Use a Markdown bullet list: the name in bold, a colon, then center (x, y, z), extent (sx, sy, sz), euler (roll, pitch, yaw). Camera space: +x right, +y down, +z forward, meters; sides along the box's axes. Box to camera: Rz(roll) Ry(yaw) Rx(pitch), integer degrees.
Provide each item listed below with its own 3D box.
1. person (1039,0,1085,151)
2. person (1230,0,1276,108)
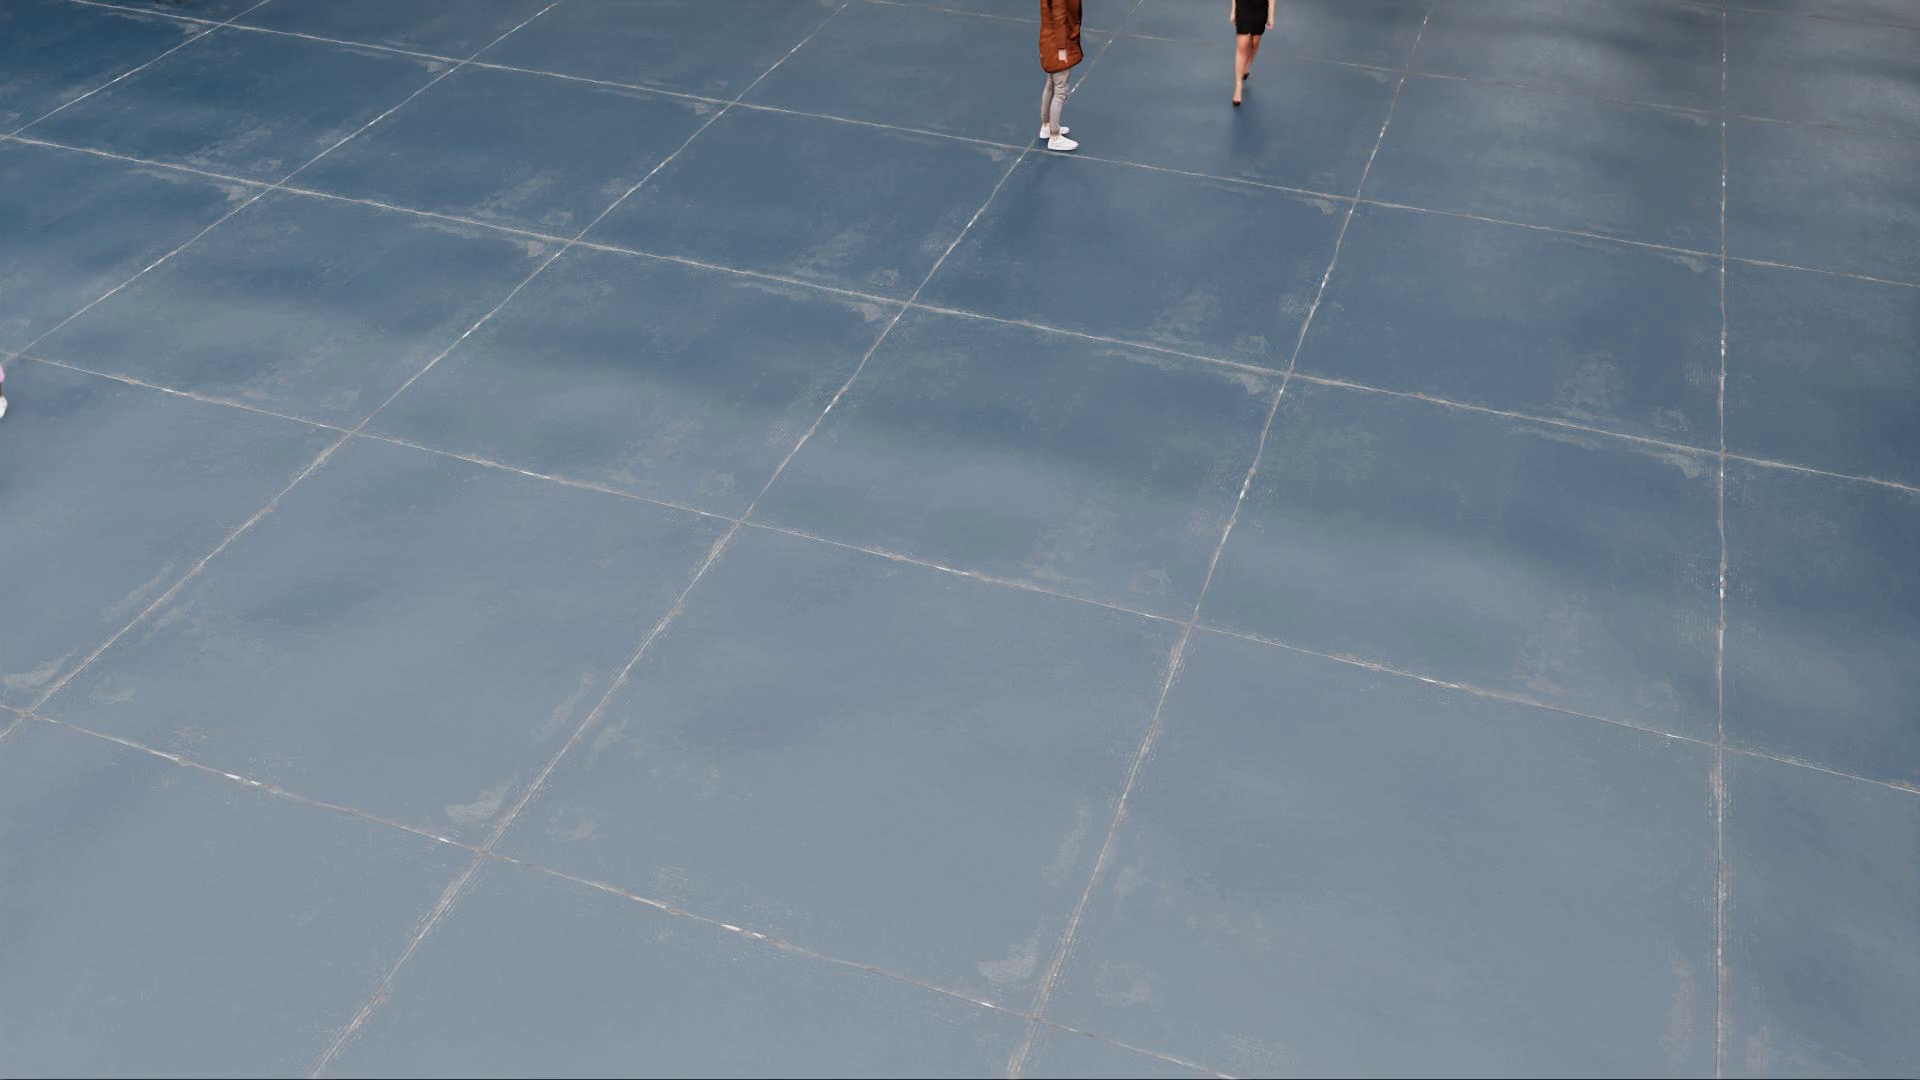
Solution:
- **person**: center (0.870, -4.406, 14.798), extent (0.909, 1.838, 0.823), euler (-6, 38, -8)
- **person**: center (2.772, -5.008, 15.738), extent (0.697, 1.630, 1.000), euler (5, 38, 6)
